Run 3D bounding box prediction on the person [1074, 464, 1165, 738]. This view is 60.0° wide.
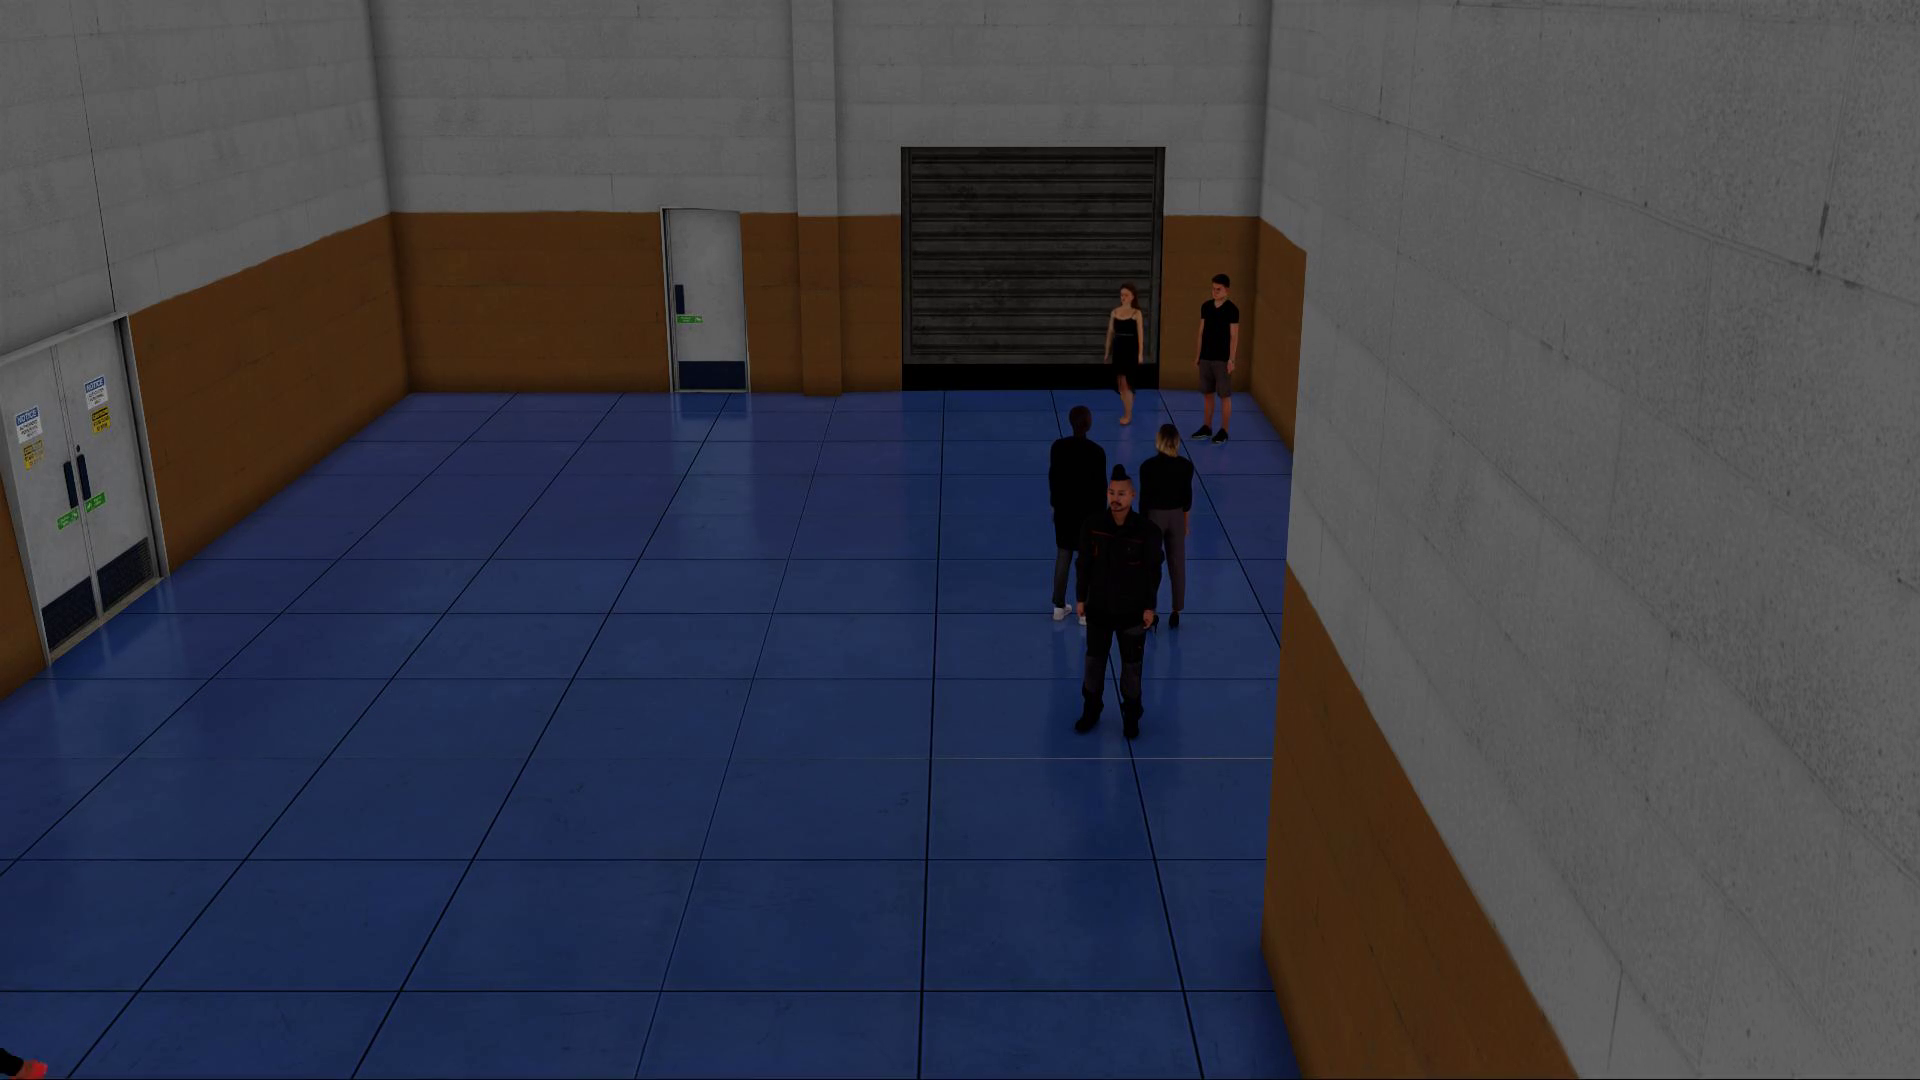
[{"bbox_3d":[1.049,0.397,11.160,0.684,1.861,0.893,6,19,16],"label":"person"}]

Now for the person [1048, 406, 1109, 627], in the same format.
[{"bbox_3d":[0.919,-0.204,13.134,0.673,1.761,0.793,11,21,29],"label":"person"}]

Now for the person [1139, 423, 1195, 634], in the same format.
[{"bbox_3d":[1.584,-0.091,12.943,0.556,1.671,0.713,-5,19,-14],"label":"person"}]

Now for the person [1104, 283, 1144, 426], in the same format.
[{"bbox_3d":[1.955,-2.155,19.157,0.759,1.610,0.805,13,23,35],"label":"person"}]

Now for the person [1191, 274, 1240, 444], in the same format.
[{"bbox_3d":[2.854,-2.021,18.367,0.807,1.861,0.749,-18,25,-42],"label":"person"}]
